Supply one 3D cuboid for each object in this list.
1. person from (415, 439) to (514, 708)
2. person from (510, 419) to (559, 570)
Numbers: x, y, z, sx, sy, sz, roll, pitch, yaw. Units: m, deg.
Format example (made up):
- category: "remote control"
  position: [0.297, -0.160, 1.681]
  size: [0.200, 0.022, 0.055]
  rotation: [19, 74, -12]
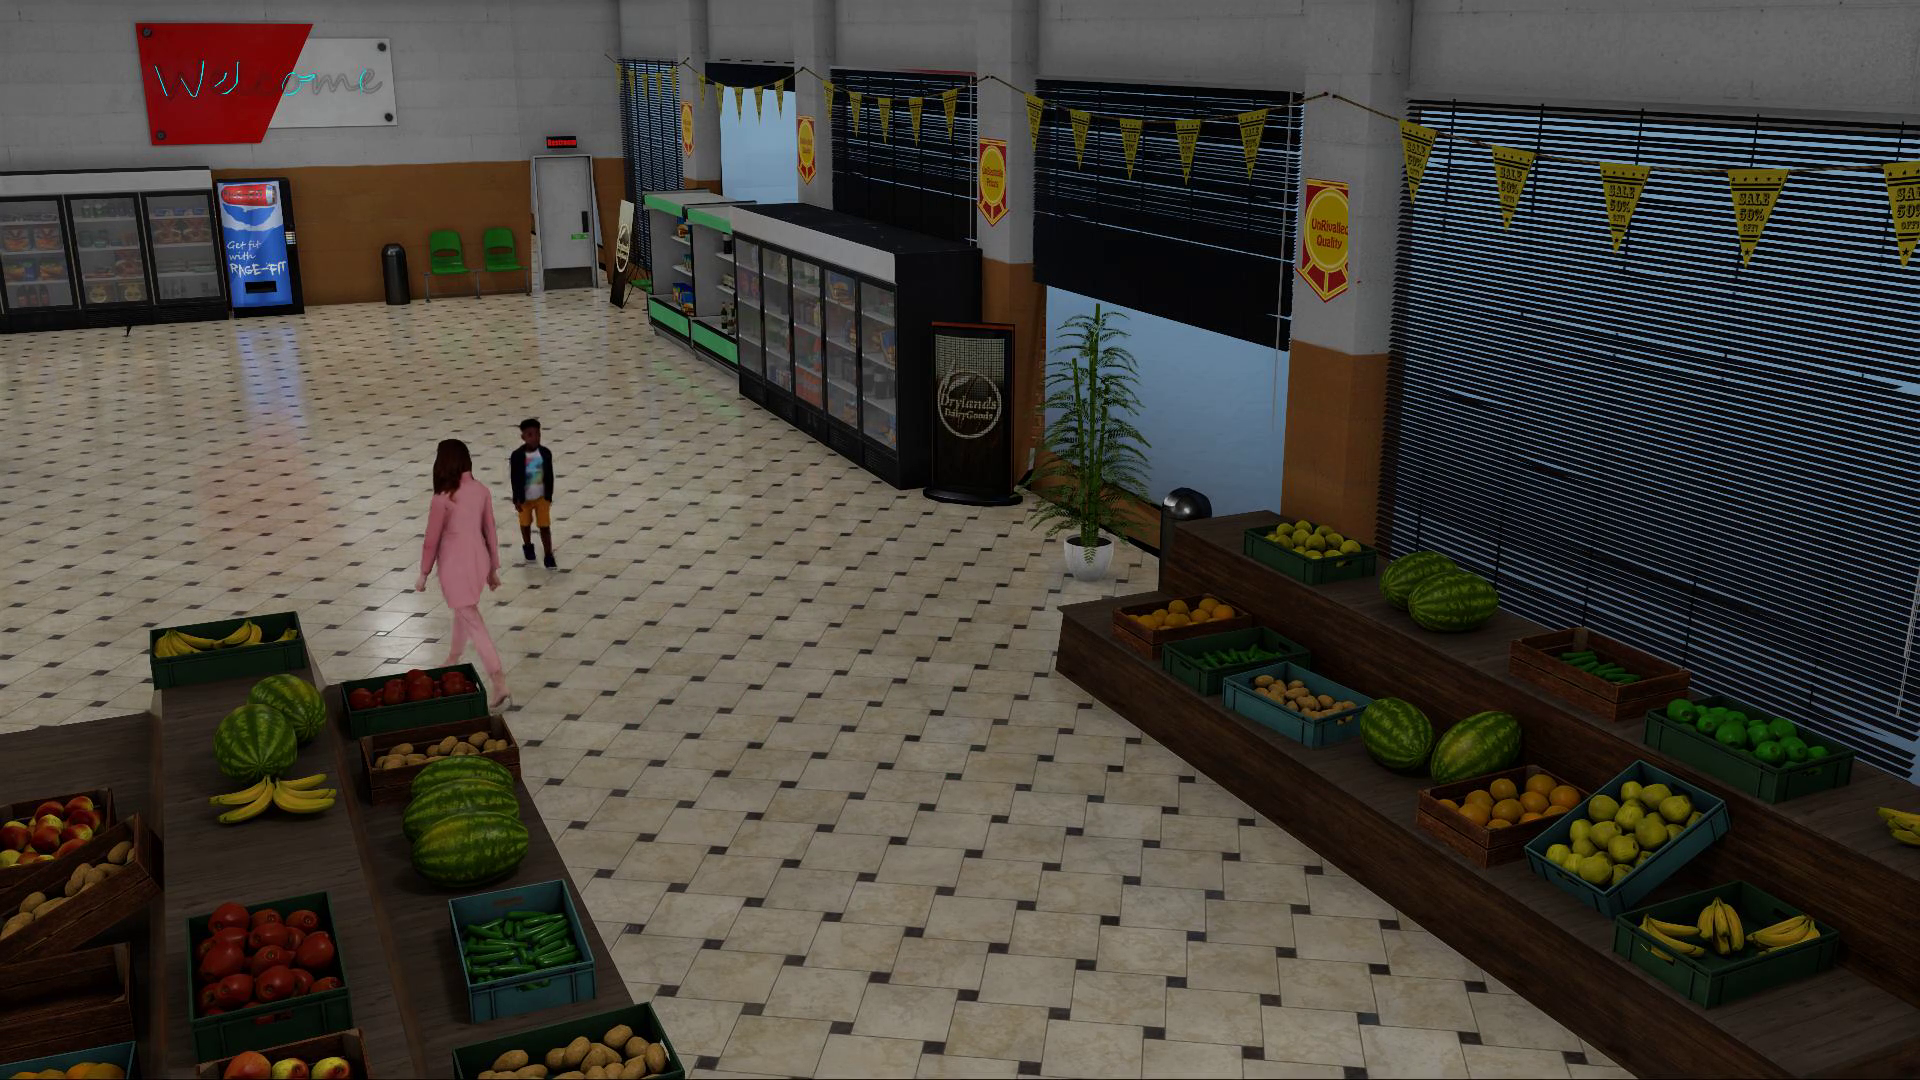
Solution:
- category: "person"
  position: [-3.153, 0.268, 10.767]
  size: [1.202, 1.753, 0.994]
  rotation: [12, 20, 34]
- category: "person"
  position: [-3.568, -0.387, 13.801]
  size: [0.505, 1.243, 0.858]
  rotation: [-8, 19, -24]
